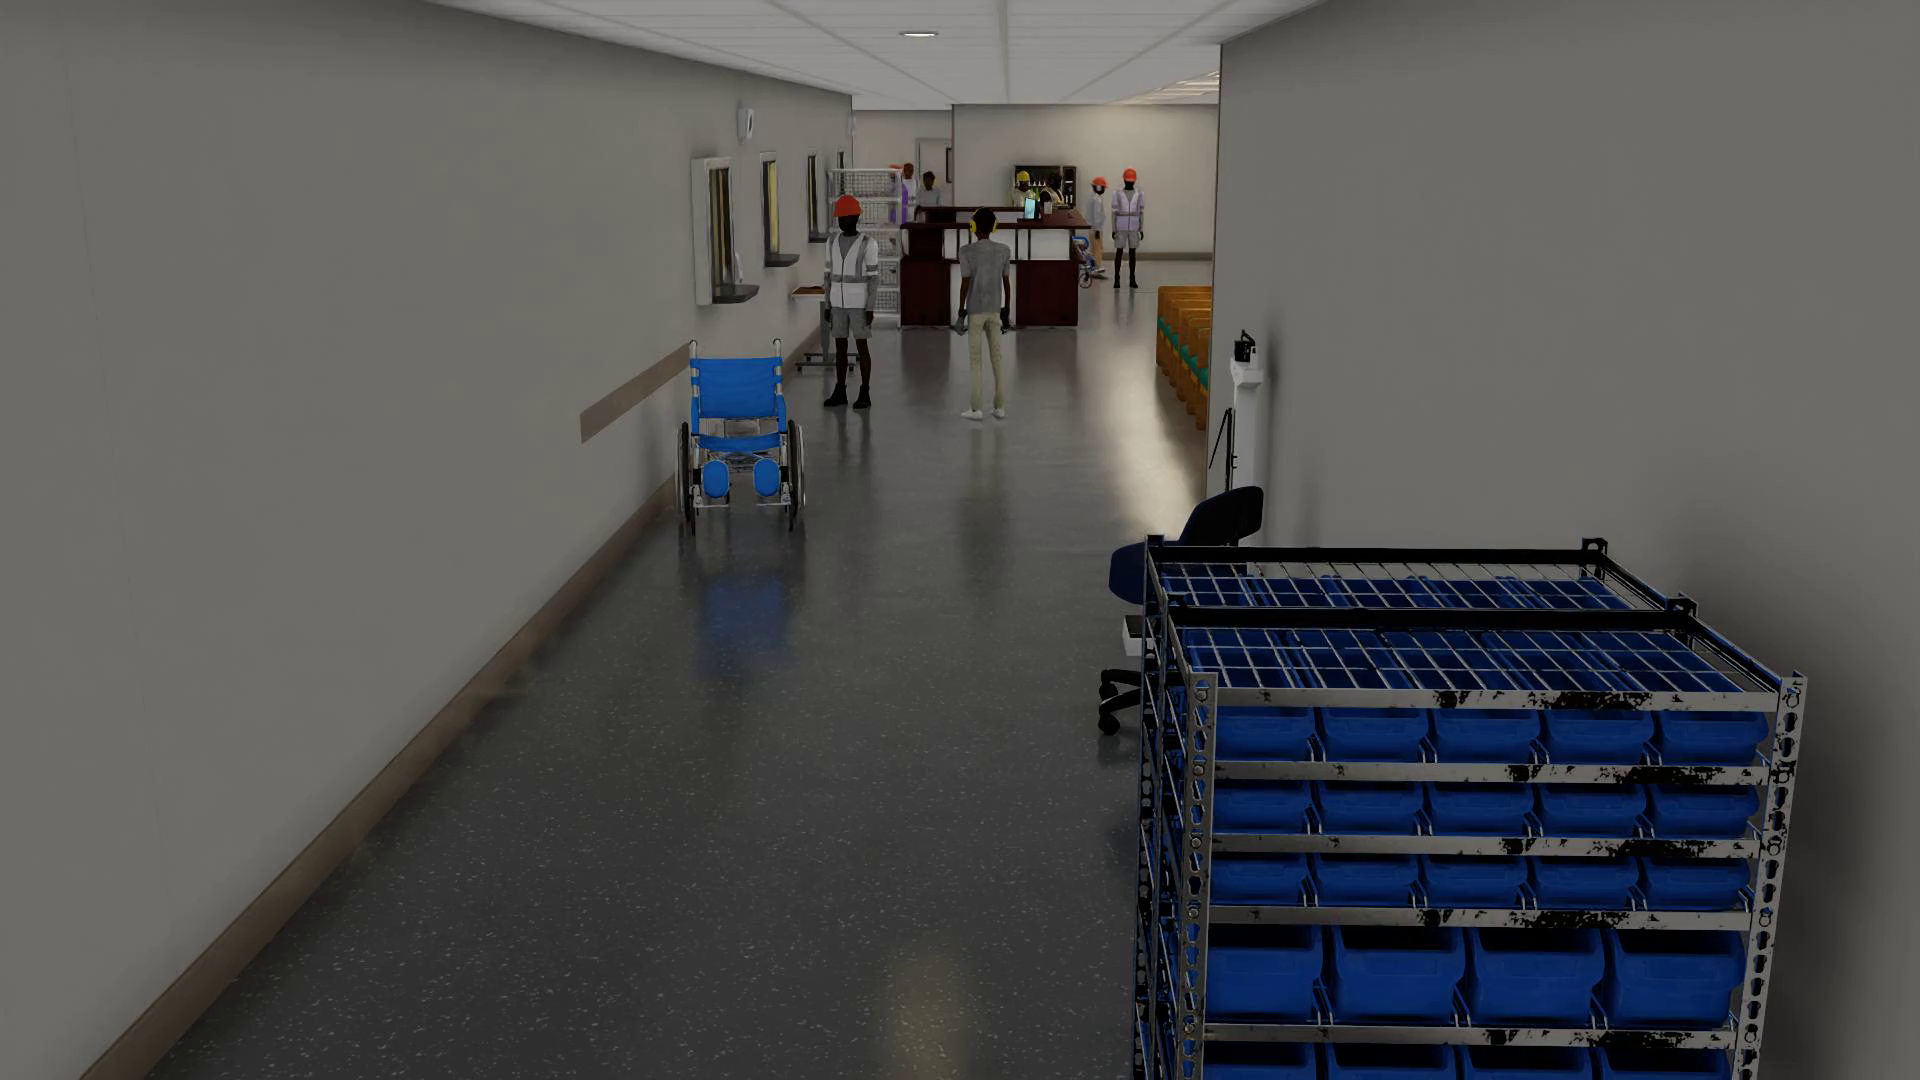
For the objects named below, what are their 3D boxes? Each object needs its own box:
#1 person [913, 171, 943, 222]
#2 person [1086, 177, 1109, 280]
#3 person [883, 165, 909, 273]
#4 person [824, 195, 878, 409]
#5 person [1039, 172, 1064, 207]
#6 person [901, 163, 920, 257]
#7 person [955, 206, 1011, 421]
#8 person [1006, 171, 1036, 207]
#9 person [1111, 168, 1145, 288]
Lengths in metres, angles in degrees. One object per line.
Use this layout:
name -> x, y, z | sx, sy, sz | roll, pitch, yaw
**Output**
person -> -0.556, -5.319, 28.228 | 0.543, 1.849, 0.429 | 9, 16, 31
person -> 2.350, -5.340, 28.504 | 0.359, 1.742, 0.571 | -1, 14, -6
person -> -1.170, -5.720, 29.701 | 0.514, 1.919, 0.546 | 7, 15, 26
person -> -1.015, -2.177, 15.278 | 0.544, 1.939, 0.354 | 6, 15, 24
person -> 1.571, -5.257, 27.990 | 0.429, 1.838, 0.621 | 6, 15, 24
person -> -1.030, -6.634, 33.483 | 0.589, 1.881, 0.357 | -10, 17, -34
person -> 0.204, -1.985, 14.640 | 0.533, 1.869, 0.311 | -6, 15, -24
person -> 1.079, -5.427, 28.678 | 0.589, 1.834, 0.403 | -8, 16, -30
person -> 2.724, -5.057, 26.983 | 0.542, 1.929, 0.369 | -1, 14, -4
